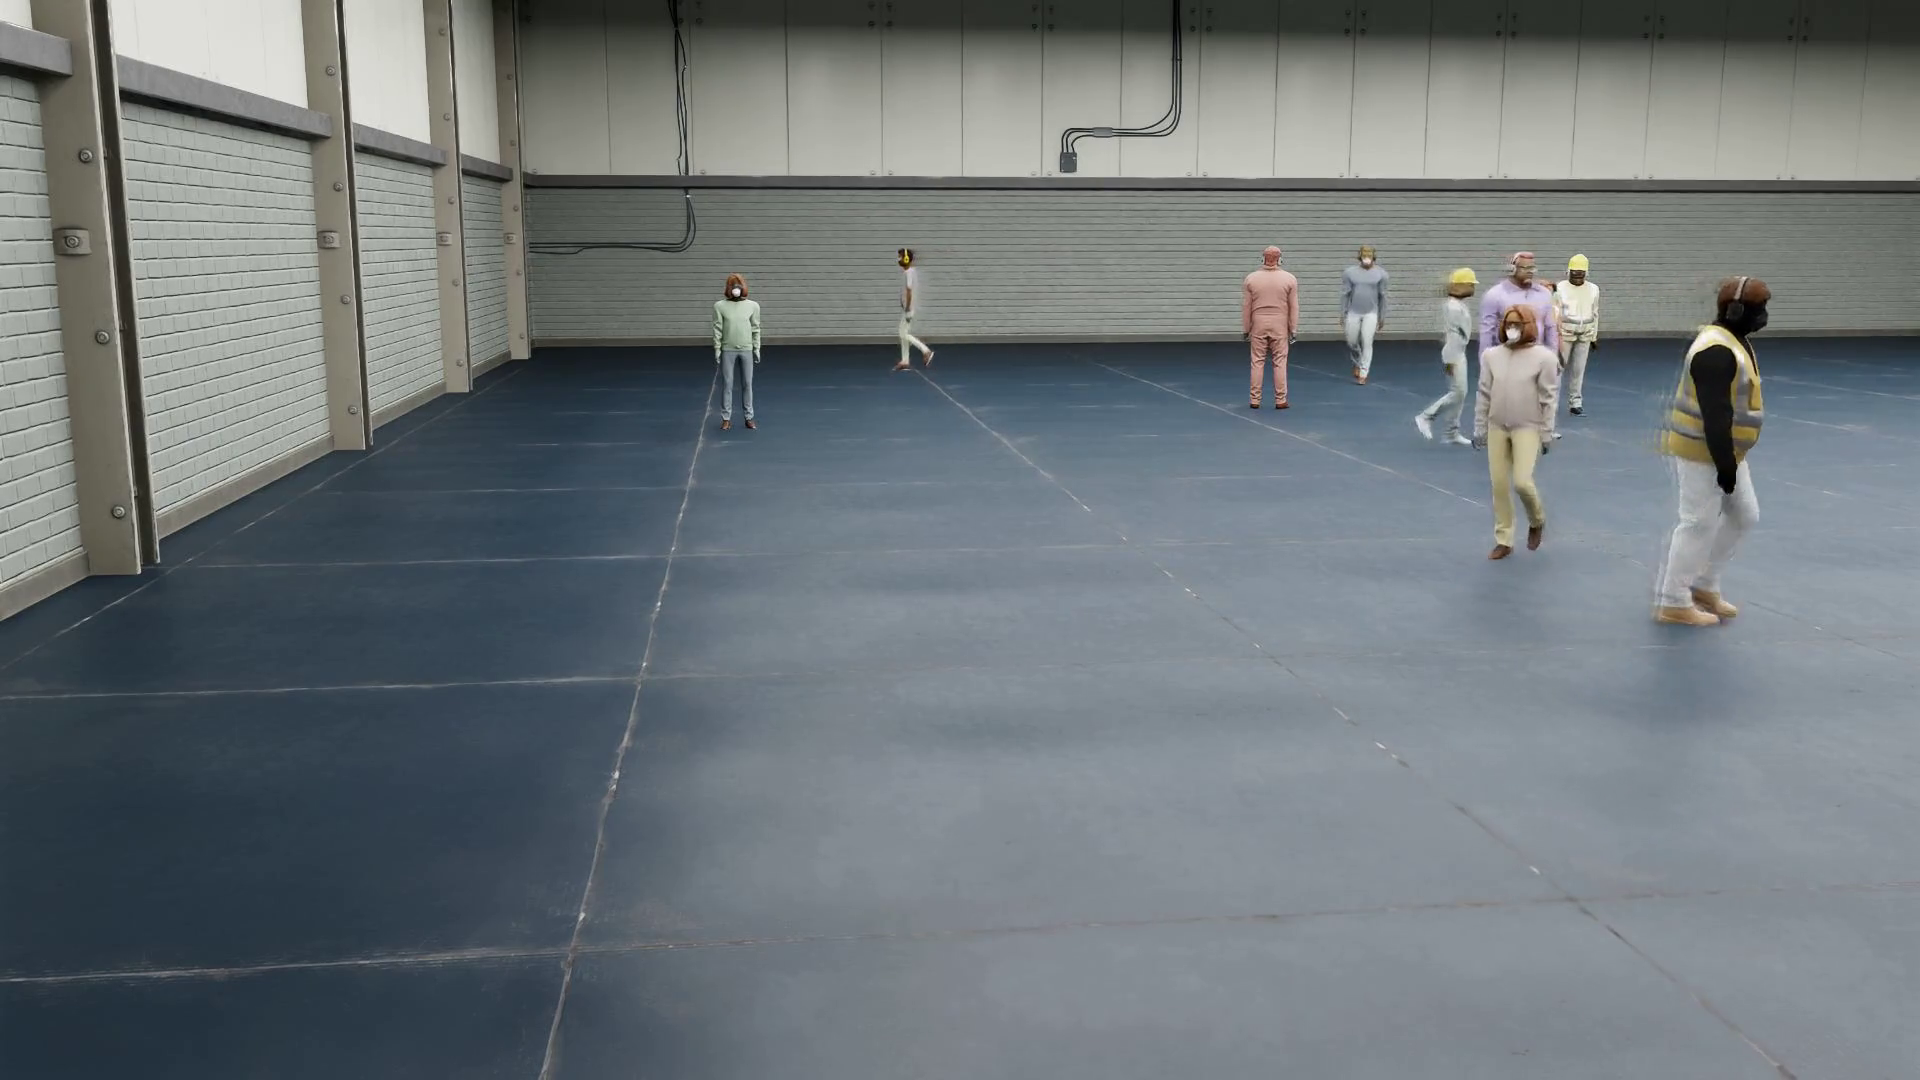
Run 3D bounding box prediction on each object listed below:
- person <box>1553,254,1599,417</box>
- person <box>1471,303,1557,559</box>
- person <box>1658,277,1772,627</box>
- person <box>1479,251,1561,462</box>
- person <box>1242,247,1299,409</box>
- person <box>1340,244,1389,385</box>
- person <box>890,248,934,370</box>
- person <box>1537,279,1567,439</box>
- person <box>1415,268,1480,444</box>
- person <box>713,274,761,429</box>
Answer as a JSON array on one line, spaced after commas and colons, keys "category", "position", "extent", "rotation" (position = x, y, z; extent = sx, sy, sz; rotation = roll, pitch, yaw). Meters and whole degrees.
[{"category": "person", "position": [6.896, -2.291, 18.712], "extent": [0.598, 1.828, 0.403], "rotation": [-1, 10, -3]}, {"category": "person", "position": [3.481, -0.676, 10.447], "extent": [0.501, 1.623, 0.391], "rotation": [10, 14, 43]}, {"category": "person", "position": [3.930, -0.442, 8.617], "extent": [0.510, 1.820, 0.697], "rotation": [6, 12, 31]}, {"category": "person", "position": [5.011, -1.612, 14.822], "extent": [0.650, 1.889, 0.506], "rotation": [-3, 11, -15]}, {"category": "person", "position": [3.658, -2.492, 19.601], "extent": [0.654, 1.906, 0.408], "rotation": [3, 11, 18]}, {"category": "person", "position": [5.570, -3.104, 22.907], "extent": [0.649, 1.924, 0.588], "rotation": [4, 11, 20]}, {"category": "person", "position": [-0.748, -3.496, 25.256], "extent": [0.580, 1.851, 0.537], "rotation": [-1, 10, -4]}, {"category": "person", "position": [5.836, -1.837, 16.849], "extent": [0.511, 1.601, 0.783], "rotation": [-6, 12, -31]}, {"category": "person", "position": [4.782, -1.780, 16.191], "extent": [0.478, 1.728, 0.489], "rotation": [4, 11, 19]}, {"category": "person", "position": [-2.350, -1.981, 17.552], "extent": [0.501, 1.633, 0.279], "rotation": [-2, 11, -13]}]
